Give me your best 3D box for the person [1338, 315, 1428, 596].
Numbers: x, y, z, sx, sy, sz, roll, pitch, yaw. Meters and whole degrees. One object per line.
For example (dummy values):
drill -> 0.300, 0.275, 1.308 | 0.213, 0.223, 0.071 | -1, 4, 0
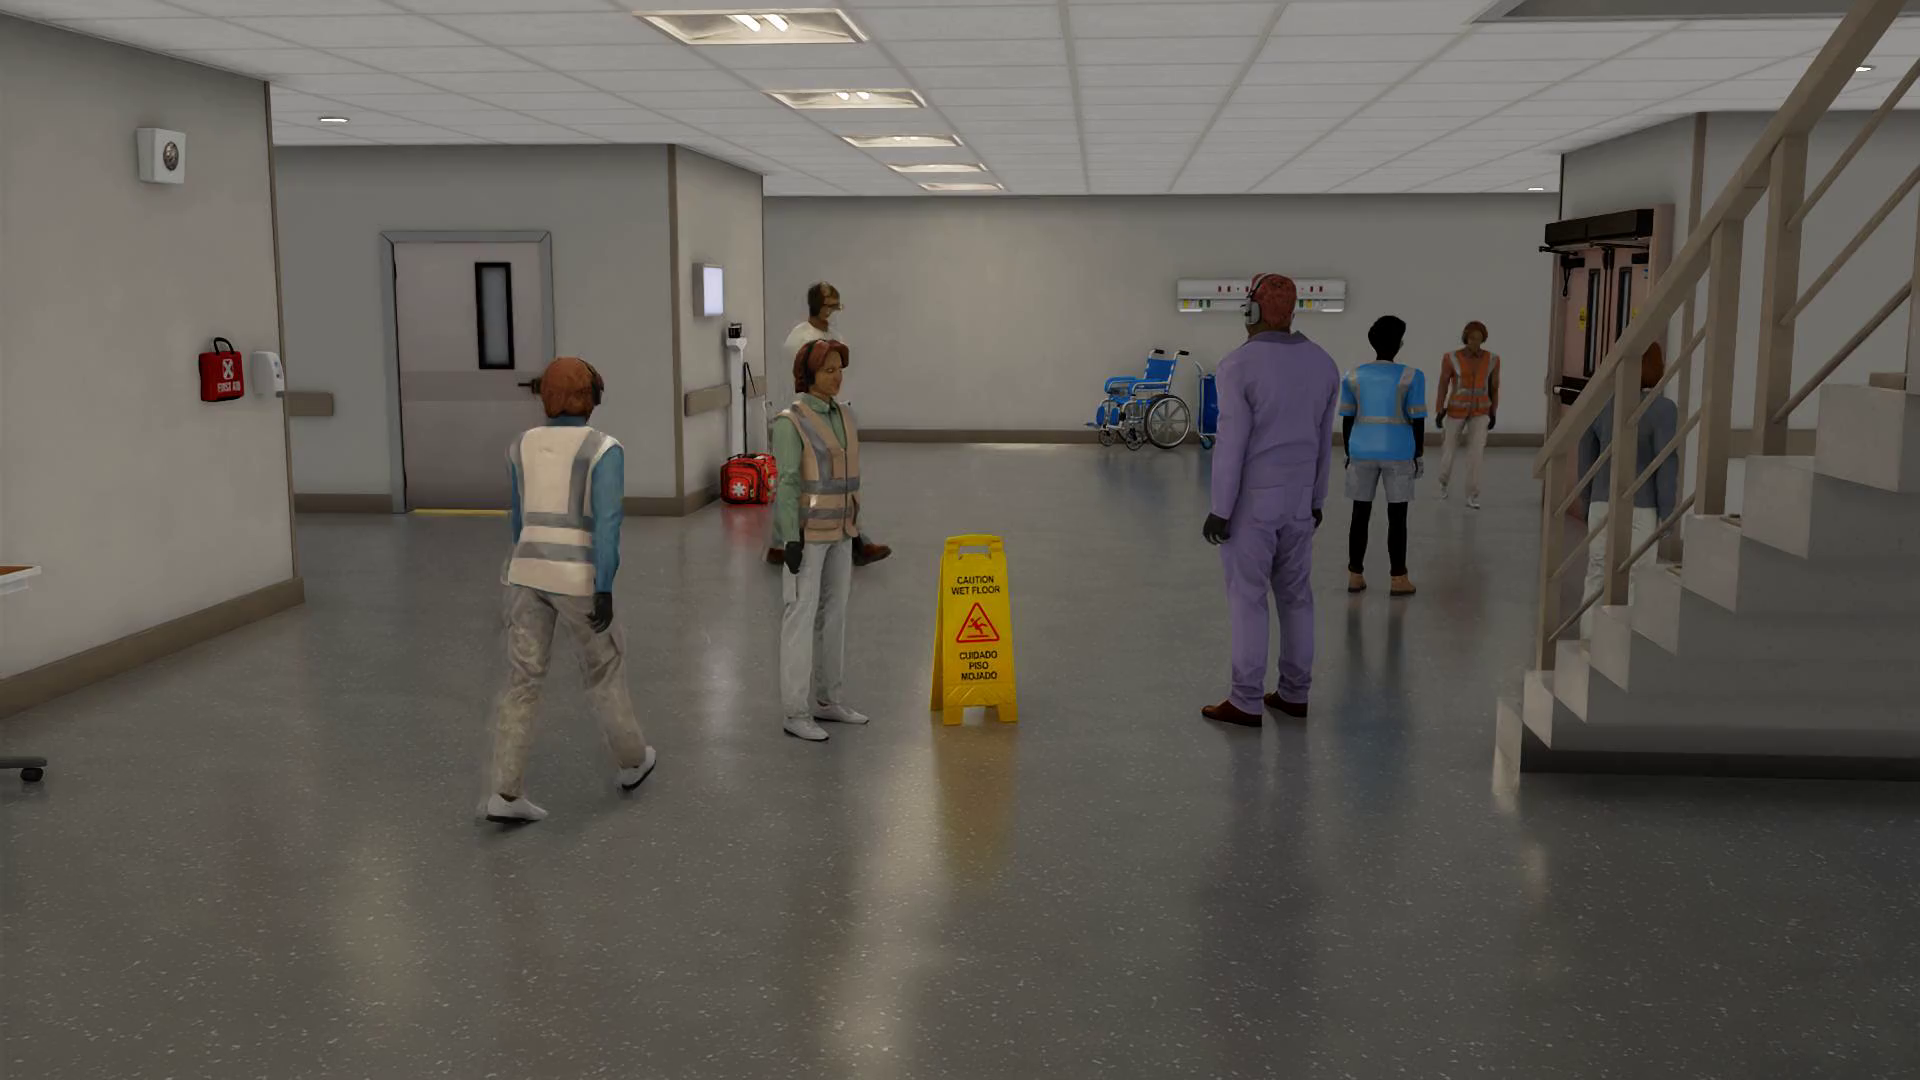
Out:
person -> 2.556, -0.506, 10.070 | 0.541, 1.696, 0.317 | 5, 10, 30

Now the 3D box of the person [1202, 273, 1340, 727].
person -> 1.288, -0.168, 7.060 | 0.652, 1.906, 0.408 | -6, 10, -33

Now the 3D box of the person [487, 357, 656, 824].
person -> -1.369, 0.166, 5.832 | 0.541, 1.593, 0.863 | 4, 9, 25

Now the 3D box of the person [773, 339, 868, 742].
person -> -0.577, -0.008, 6.874 | 0.306, 1.639, 0.524 | 5, 10, 29

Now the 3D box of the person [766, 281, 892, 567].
person -> -0.908, -0.746, 11.043 | 1.043, 1.888, 0.665 | 4, 9, 27

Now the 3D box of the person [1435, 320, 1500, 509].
person -> 4.382, -1.104, 14.446 | 0.533, 1.610, 0.770 | 1, 8, 5

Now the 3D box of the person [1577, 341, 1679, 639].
person -> 3.131, -0.142, 7.812 | 0.285, 1.631, 0.501 | -5, 10, -33
